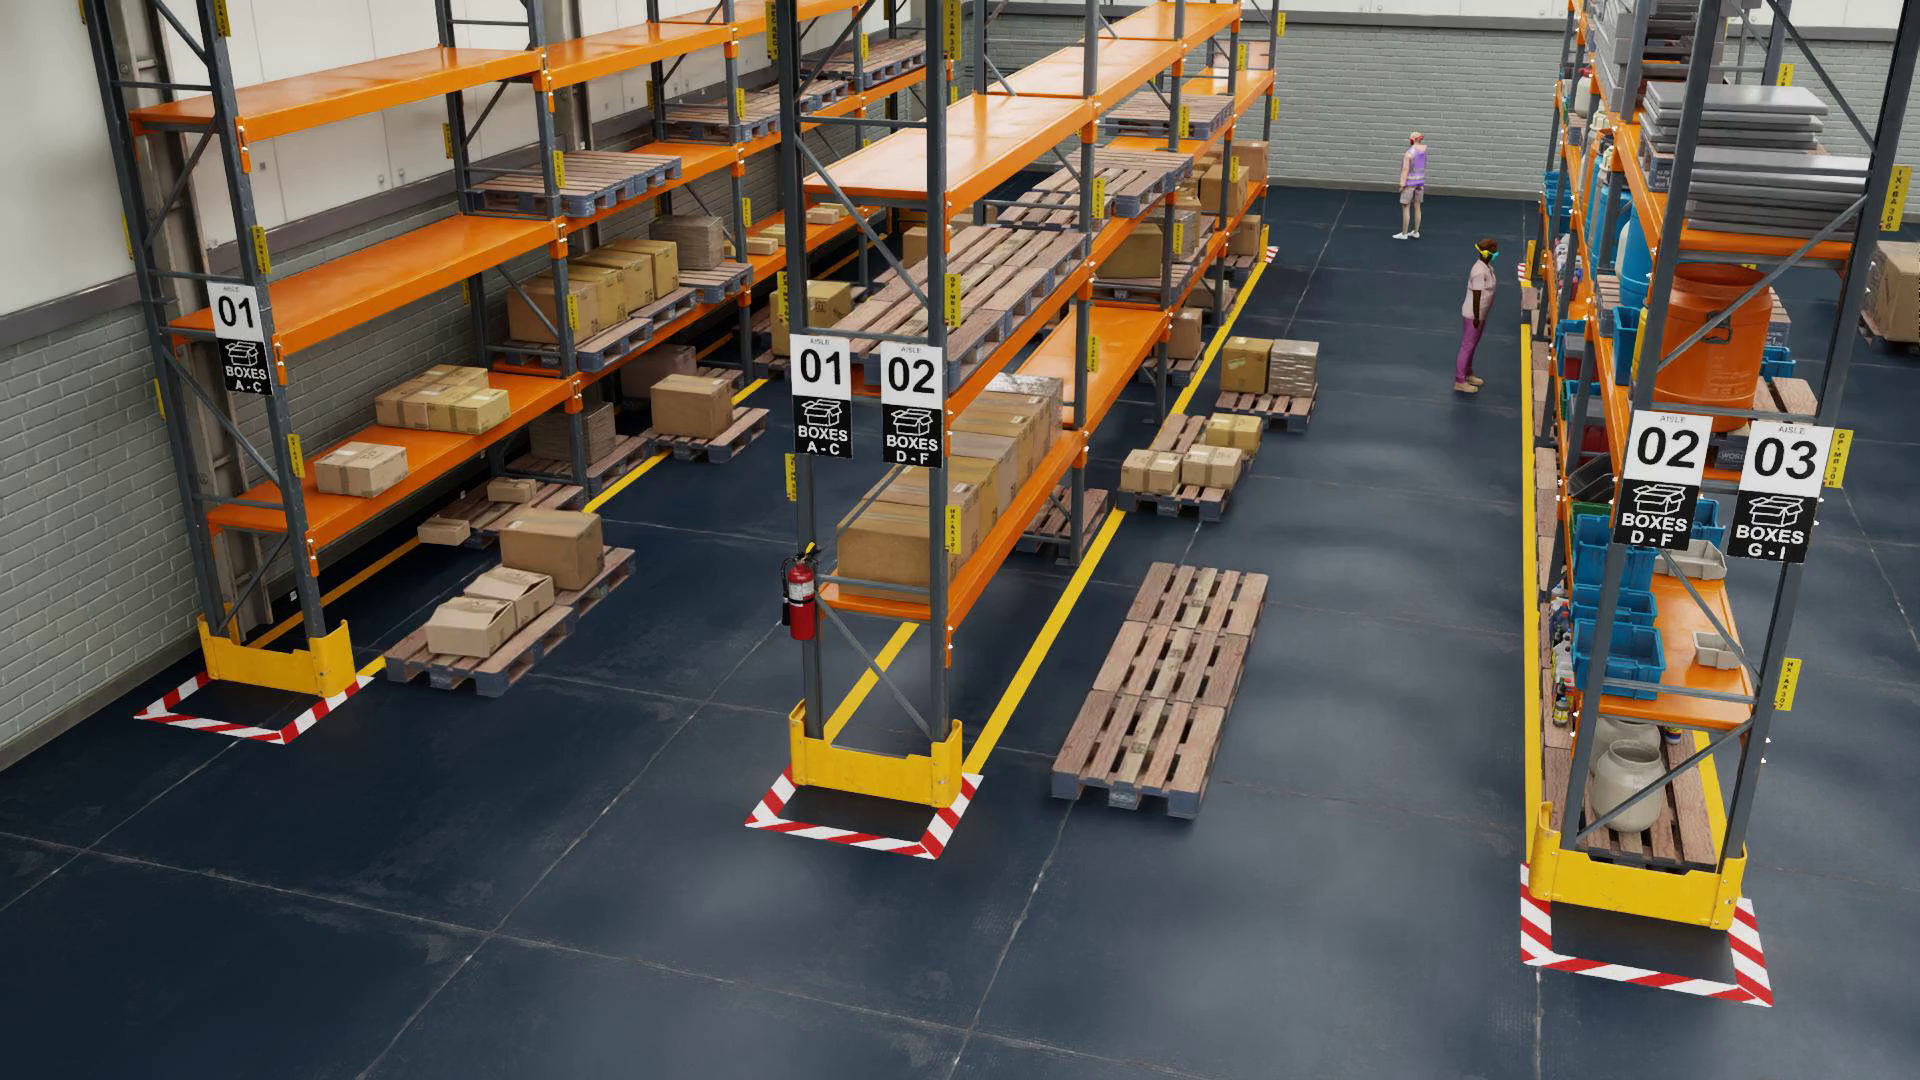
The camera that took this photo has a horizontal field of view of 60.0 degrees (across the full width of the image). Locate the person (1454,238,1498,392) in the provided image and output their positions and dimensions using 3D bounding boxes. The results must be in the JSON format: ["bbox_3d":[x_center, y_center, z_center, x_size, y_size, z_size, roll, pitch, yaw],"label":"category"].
[{"bbox_3d":[6.012,-2.621,19.330,0.338,1.793,0.505,10,25,21],"label":"person"}]

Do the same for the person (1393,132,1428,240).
[{"bbox_3d":[7.182,-5.621,26.416,0.490,1.688,0.348,-14,27,-30],"label":"person"}]

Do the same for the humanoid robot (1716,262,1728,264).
[{"bbox_3d":[11.245,-4.889,24.783,0.599,1.630,0.770,-19,30,-37],"label":"humanoid robot"}]
